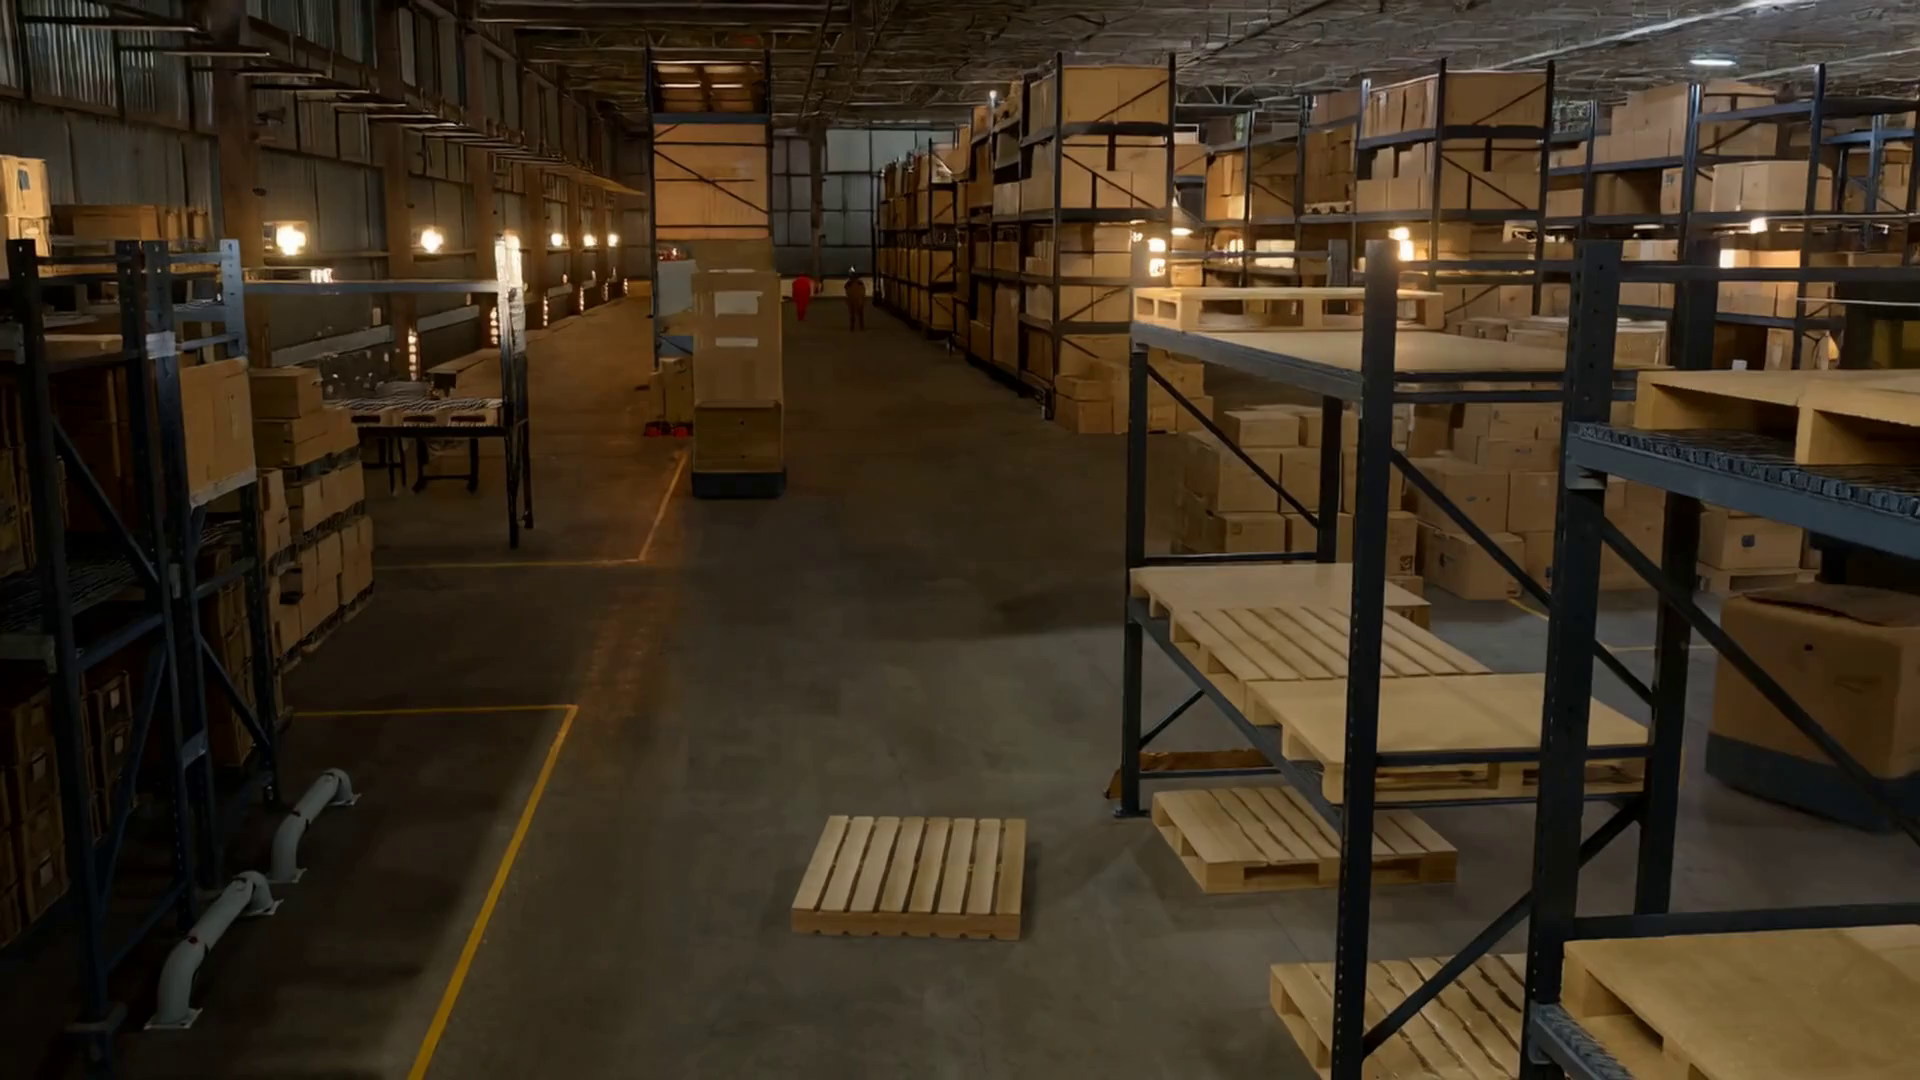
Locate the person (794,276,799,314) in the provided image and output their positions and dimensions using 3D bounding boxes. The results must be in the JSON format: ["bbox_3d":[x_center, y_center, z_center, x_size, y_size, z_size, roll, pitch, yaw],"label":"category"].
[{"bbox_3d":[-6.626,-10.155,68.709,0.540,1.602,0.707,2,10,9],"label":"person"}]

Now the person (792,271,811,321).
[{"bbox_3d":[-5.975,-9.178,62.611,0.676,1.852,0.976,-2,10,-11],"label":"person"}]

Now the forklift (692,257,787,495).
[{"bbox_3d":[-2.700,-2.036,20.215,1.129,2.768,1.873,-1,10,-6],"label":"forklift"}]

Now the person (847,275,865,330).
[{"bbox_3d":[-3.513,-8.039,56.333,0.647,1.853,1.013,-3,11,-18],"label":"person"}]

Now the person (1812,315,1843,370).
[{"bbox_3d":[13.127,-2.449,25.201,0.399,1.911,0.588,10,14,43],"label":"person"}]

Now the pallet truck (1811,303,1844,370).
[{"bbox_3d":[15.846,-3.142,28.793,1.885,1.965,0.823,2,10,12],"label":"pallet truck"}]

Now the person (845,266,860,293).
[{"bbox_3d":[-4.524,-10.599,70.327,0.639,1.923,0.740,-1,10,-5],"label":"person"}]

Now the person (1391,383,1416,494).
[{"bbox_3d":[5.279,-1.527,20.007,0.362,1.935,0.553,-7,12,-33],"label":"person"}]

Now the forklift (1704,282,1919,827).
[{"bbox_3d":[5.194,-0.031,9.106,1.873,2.768,1.129,-6,12,-30],"label":"forklift"}]

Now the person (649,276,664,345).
[{"bbox_3d":[-8.802,-6.664,48.180,0.379,2.044,0.607,3,11,18],"label":"person"}]
